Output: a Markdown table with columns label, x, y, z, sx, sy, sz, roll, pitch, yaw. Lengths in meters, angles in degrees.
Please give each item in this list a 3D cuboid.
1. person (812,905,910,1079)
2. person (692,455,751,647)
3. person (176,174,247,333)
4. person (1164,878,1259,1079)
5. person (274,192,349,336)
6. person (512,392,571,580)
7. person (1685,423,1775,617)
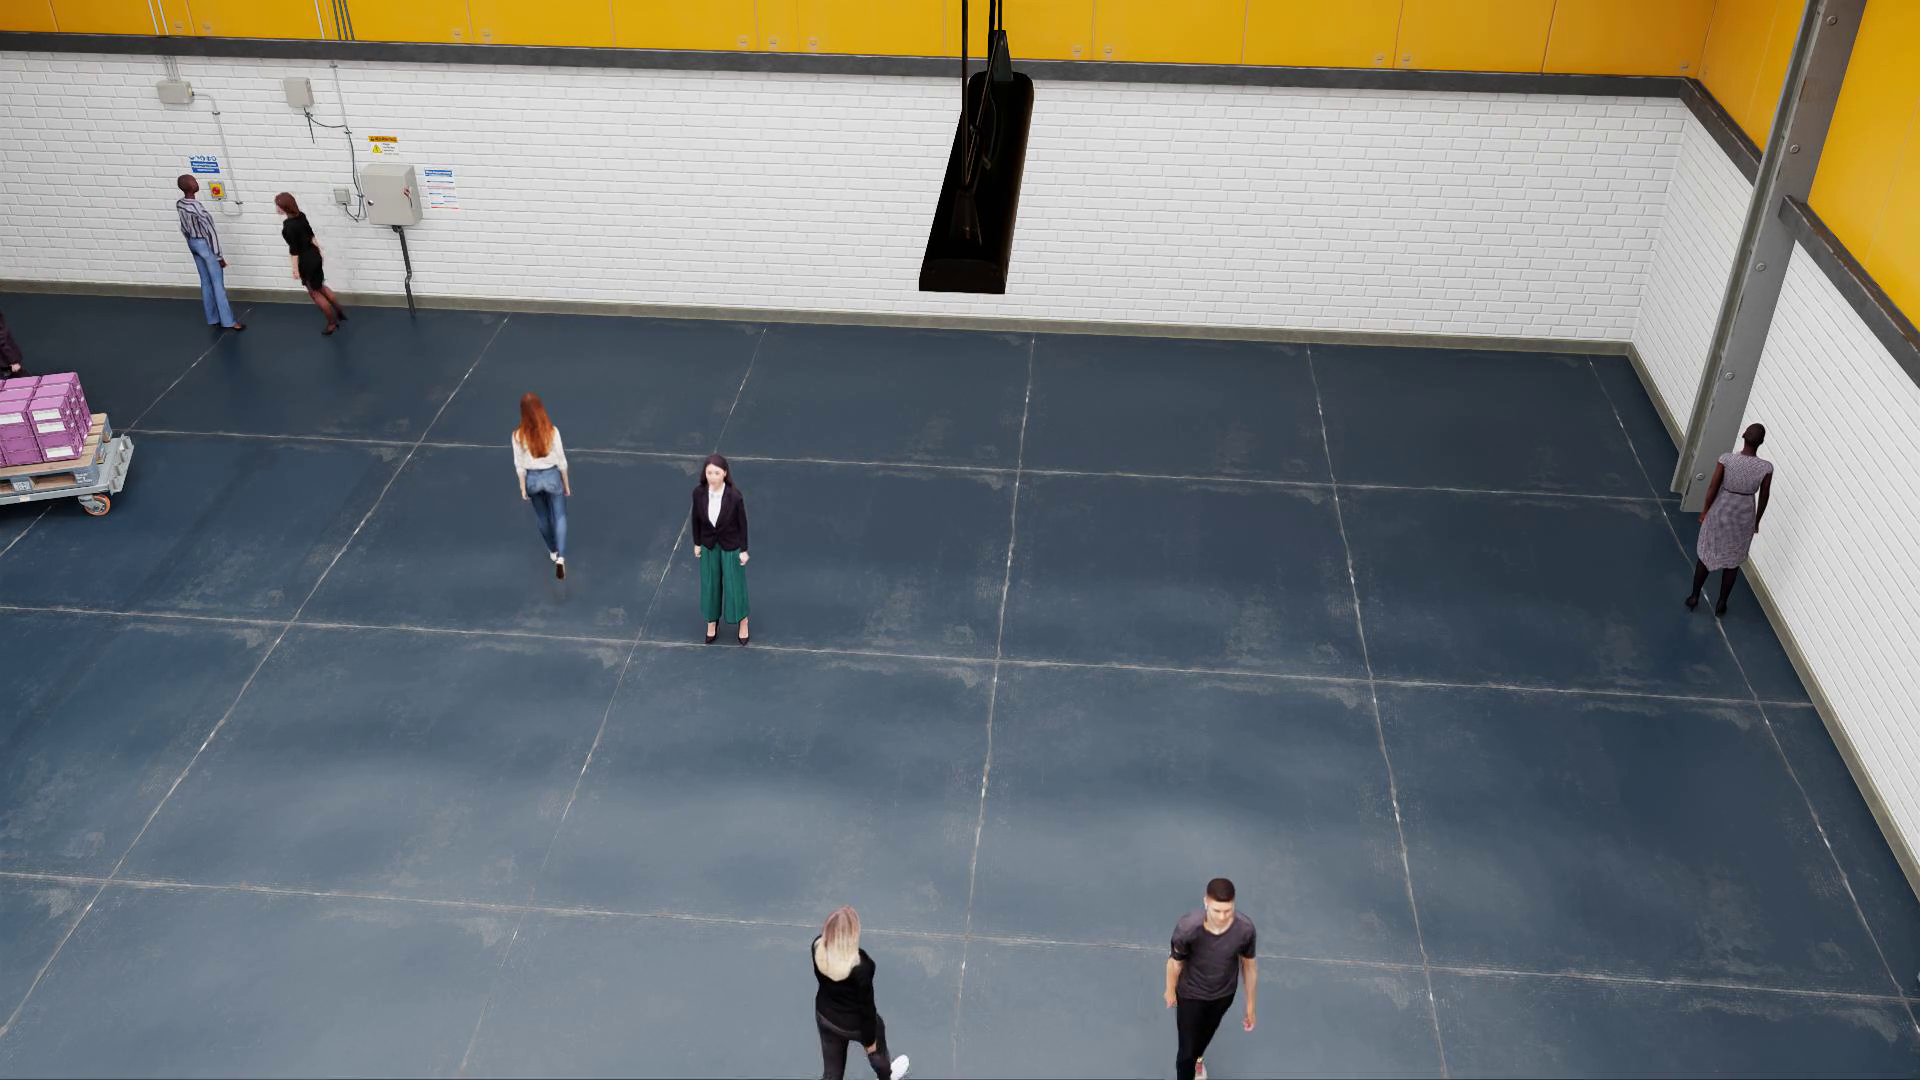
| label | x | y | z | sx | sy | sz | roll | pitch | yaw |
| --- | --- | --- | --- | --- | --- | --- | --- | --- | --- |
| person | -0.696 | 2.767 | 9.344 | 0.894 | 1.665 | 1.038 | 20 | 38 | 27 |
| person | -1.912 | 0.084 | 13.320 | 0.603 | 1.733 | 0.493 | 3 | 34 | 4 |
| person | -8.198 | -3.112 | 18.071 | 0.697 | 1.796 | 0.687 | 19 | 38 | 27 |
| person | 1.422 | 2.533 | 9.628 | 0.763 | 1.741 | 0.930 | -5 | 34 | -7 |
| person | -6.989 | -2.991 | 18.001 | 0.777 | 1.673 | 0.577 | 7 | 34 | 11 |
| person | -3.533 | -0.447 | 14.139 | 0.753 | 1.710 | 1.040 | -6 | 34 | -9 |
| person | 6.317 | -0.162 | 13.640 | 0.678 | 1.788 | 0.643 | 15 | 36 | 21 |
